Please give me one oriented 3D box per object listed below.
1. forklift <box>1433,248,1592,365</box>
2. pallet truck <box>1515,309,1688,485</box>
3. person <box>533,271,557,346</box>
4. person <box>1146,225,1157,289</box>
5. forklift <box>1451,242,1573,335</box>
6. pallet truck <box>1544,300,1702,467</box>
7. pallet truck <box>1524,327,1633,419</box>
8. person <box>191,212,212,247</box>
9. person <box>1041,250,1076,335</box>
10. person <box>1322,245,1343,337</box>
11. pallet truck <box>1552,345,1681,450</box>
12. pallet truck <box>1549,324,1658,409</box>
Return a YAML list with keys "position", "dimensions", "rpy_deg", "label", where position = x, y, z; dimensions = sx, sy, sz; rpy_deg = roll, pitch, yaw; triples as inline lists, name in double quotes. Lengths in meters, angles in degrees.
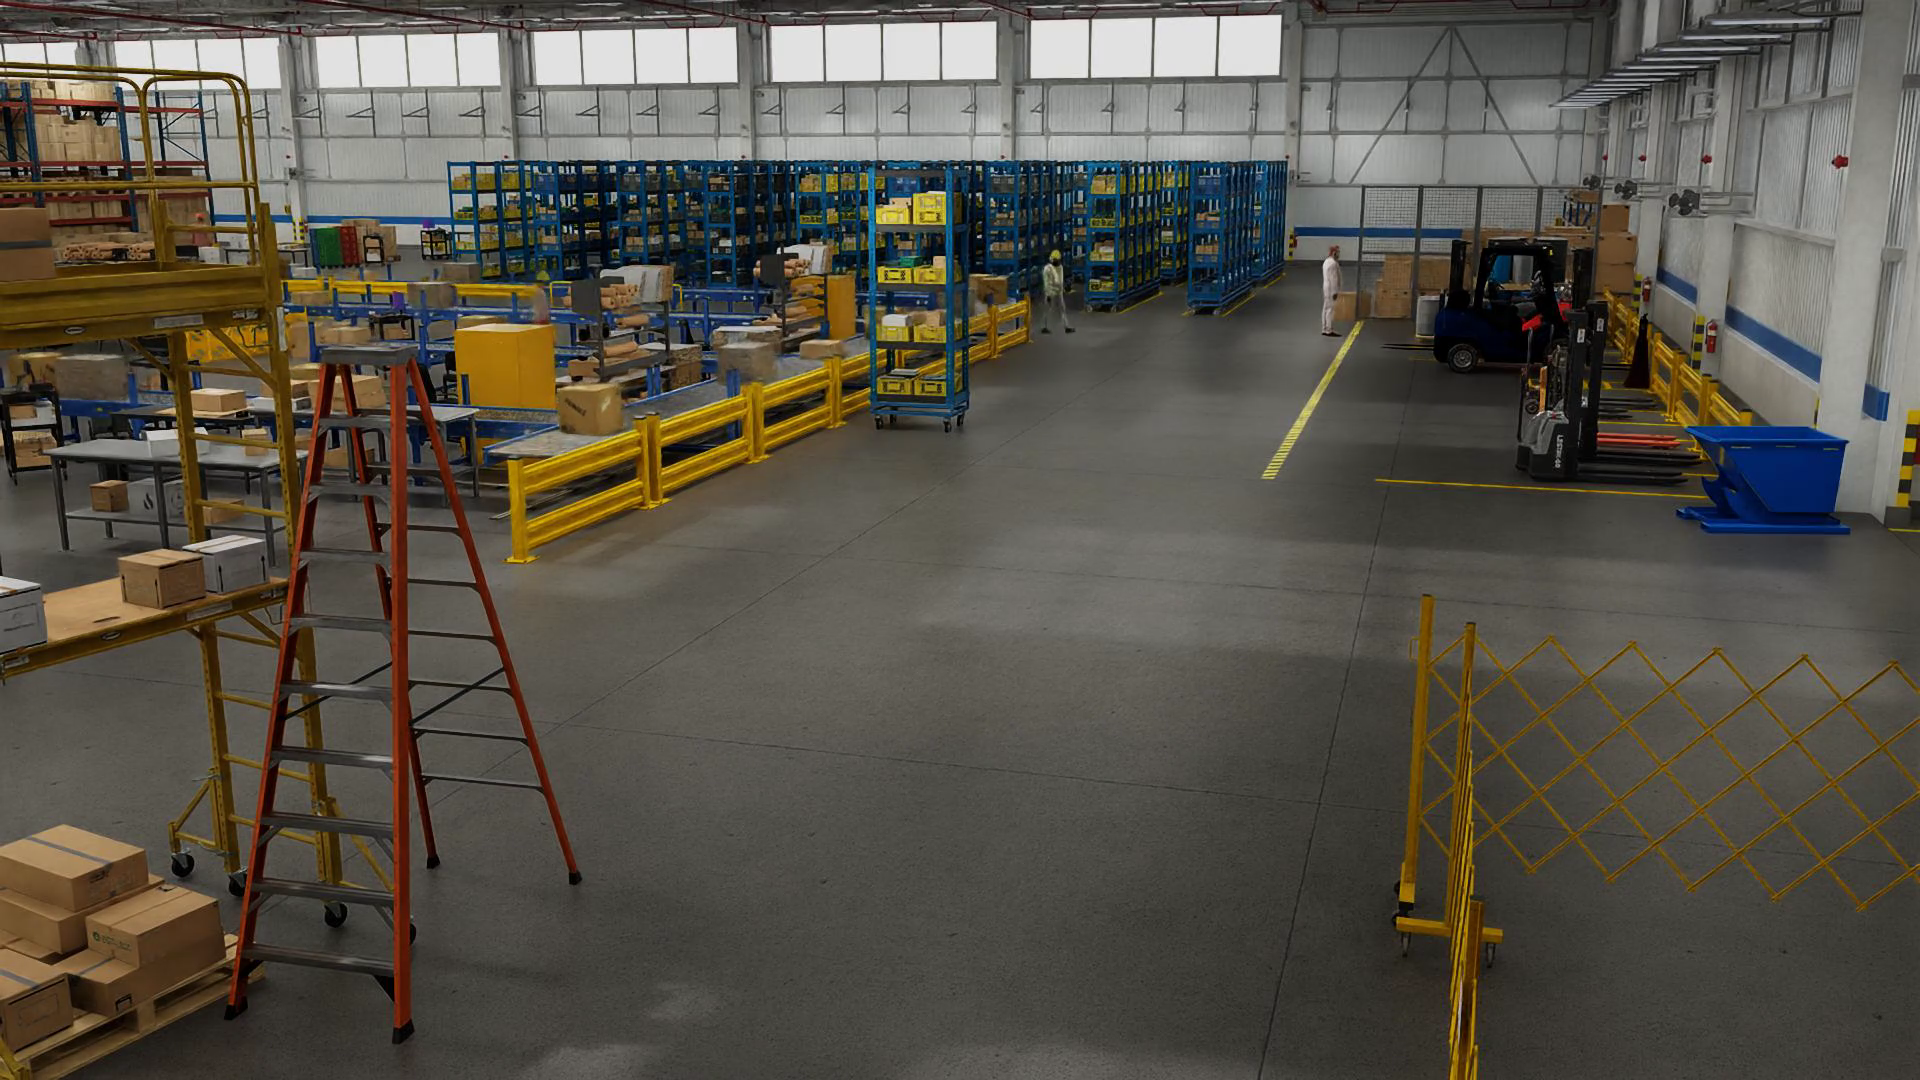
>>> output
- position: [9.780, -4.111, 29.280]
  dimensions: [2.680, 1.987, 1.157]
  rpy_deg: [3, 13, 14]
  label: "forklift"
- position: [7.554, -1.677, 19.446]
  dimensions: [1.885, 1.965, 0.823]
  rpy_deg: [3, 13, 14]
  label: "pallet truck"
- position: [-7.470, -3.989, 30.042]
  dimensions: [0.919, 1.719, 0.546]
  rpy_deg: [-4, 13, -15]
  label: "person"
- position: [5.343, -7.922, 46.738]
  dimensions: [0.381, 1.849, 0.570]
  rpy_deg: [-7, 15, -27]
  label: "person"
- position: [10.464, -4.597, 31.405]
  dimensions: [2.680, 1.987, 1.157]
  rpy_deg: [4, 14, 16]
  label: "forklift"
- position: [8.263, -1.952, 20.631]
  dimensions: [1.885, 1.965, 0.823]
  rpy_deg: [5, 14, 20]
  label: "pallet truck"
- position: [9.065, -2.460, 24.370]
  dimensions: [1.522, 1.261, 0.704]
  rpy_deg: [3, 13, 14]
  label: "pallet truck"
- position: [-24.254, -9.485, 53.216]
  dimensions: [0.633, 1.971, 0.476]
  rpy_deg: [-3, 13, -13]
  label: "person"
- position: [2.047, -5.238, 35.283]
  dimensions: [0.624, 1.779, 0.929]
  rpy_deg: [-11, 17, -40]
  label: "person"
- position: [7.859, -5.253, 35.078]
  dimensions: [0.409, 1.913, 0.642]
  rpy_deg: [-1, 13, -3]
  label: "person"
- position: [8.641, -1.896, 21.908]
  dimensions: [1.630, 1.274, 0.653]
  rpy_deg: [4, 14, 16]
  label: "pallet truck"
- position: [9.824, -2.669, 25.407]
  dimensions: [1.601, 1.201, 0.680]
  rpy_deg: [4, 14, 16]
  label: "pallet truck"
